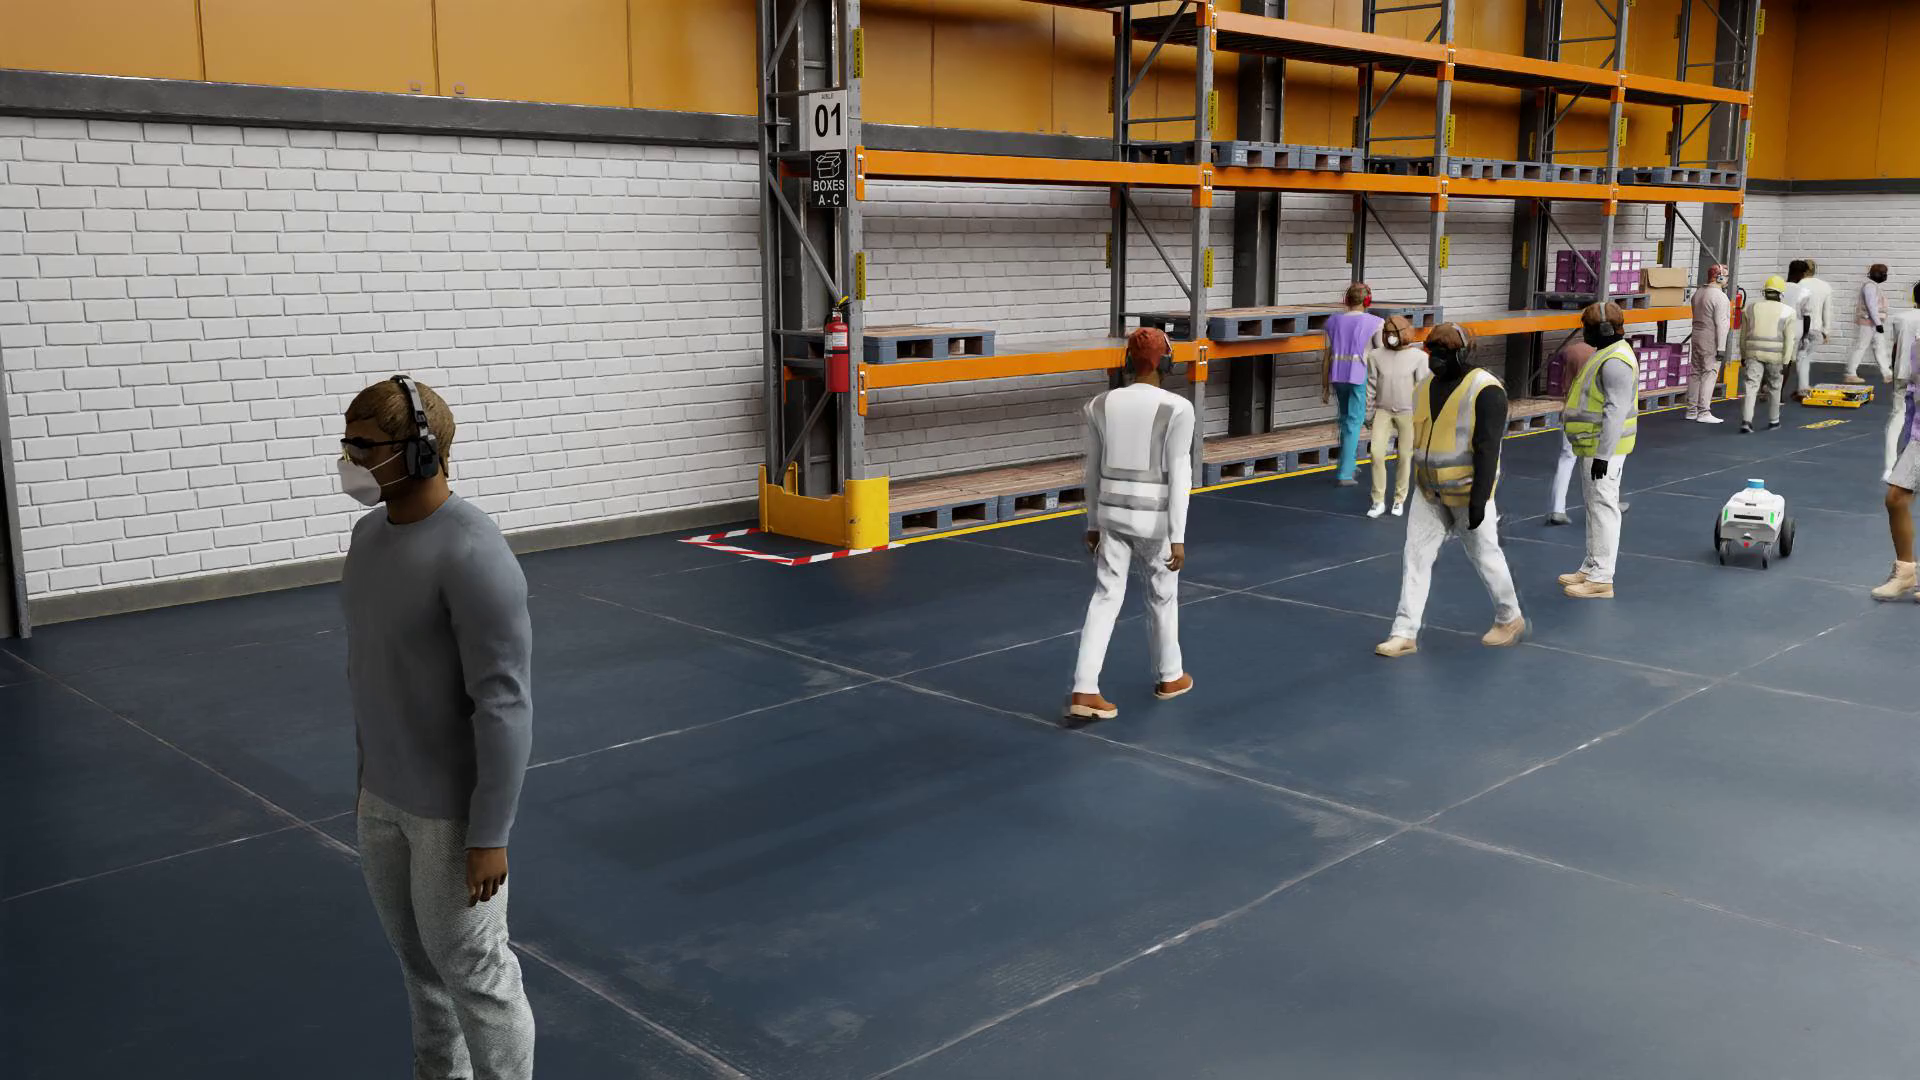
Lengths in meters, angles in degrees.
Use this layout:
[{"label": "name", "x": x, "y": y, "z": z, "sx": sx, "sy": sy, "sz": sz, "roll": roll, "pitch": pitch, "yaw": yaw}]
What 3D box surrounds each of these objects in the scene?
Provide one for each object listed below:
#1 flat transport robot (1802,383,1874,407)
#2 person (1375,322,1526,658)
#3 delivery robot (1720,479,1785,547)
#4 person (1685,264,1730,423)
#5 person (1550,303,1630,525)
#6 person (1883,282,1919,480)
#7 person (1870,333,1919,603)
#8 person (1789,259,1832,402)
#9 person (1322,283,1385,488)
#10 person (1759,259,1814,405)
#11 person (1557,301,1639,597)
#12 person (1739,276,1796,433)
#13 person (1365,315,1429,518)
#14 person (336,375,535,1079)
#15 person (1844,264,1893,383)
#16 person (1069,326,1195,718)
[{"label": "flat transport robot", "x": 11.694, "y": -1.934, "z": 22.117, "sx": 0.652, "sy": 0.197, "sz": 1.431, "roll": 7, "pitch": 13, "yaw": 35}, {"label": "person", "x": 2.695, "y": -0.272, "z": 8.934, "sx": 0.939, "sy": 1.801, "sz": 0.625, "roll": -7, "pitch": 12, "yaw": -32}, {"label": "delivery robot", "x": 5.491, "y": -0.178, "z": 11.511, "sx": 0.477, "sy": 0.478, "sz": 0.707, "roll": 6, "pitch": 12, "yaw": 30}, {"label": "person", "x": 9.034, "y": -2.356, "z": 19.998, "sx": 0.397, "sy": 1.900, "sz": 0.635, "roll": -1, "pitch": 10, "yaw": -6}, {"label": "person", "x": 4.928, "y": -0.980, "z": 12.955, "sx": 0.916, "sy": 1.714, "sz": 0.533, "roll": -9, "pitch": 13, "yaw": -39}, {"label": "person", "x": 8.830, "y": -1.466, "z": 15.309, "sx": 0.829, "sy": 1.842, "sz": 0.516, "roll": -7, "pitch": 12, "yaw": -33}, {"label": "person", "x": 5.860, "y": -0.588, "z": 9.990, "sx": 0.673, "sy": 2.021, "sz": 0.635, "roll": -4, "pitch": 11, "yaw": -22}, {"label": "person", "x": 11.374, "y": -2.833, "z": 22.522, "sx": 0.651, "sy": 1.913, "sz": 0.762, "roll": 0, "pitch": 10, "yaw": -2}, {"label": "person", "x": 3.612, "y": -1.396, "z": 14.998, "sx": 0.595, "sy": 1.810, "sz": 0.866, "roll": 9, "pitch": 14, "yaw": 42}, {"label": "person", "x": 10.796, "y": -2.706, "z": 21.808, "sx": 0.631, "sy": 1.934, "sz": 0.581, "roll": 7, "pitch": 13, "yaw": 34}, {"label": "person", "x": 3.973, "y": -0.560, "z": 10.361, "sx": 0.429, "sy": 1.838, "sz": 0.621, "roll": 3, "pitch": 11, "yaw": 16}, {"label": "person", "x": 9.188, "y": -2.113, "z": 18.981, "sx": 0.590, "sy": 1.790, "sz": 0.942, "roll": 7, "pitch": 13, "yaw": 34}, {"label": "person", "x": 3.448, "y": -0.972, "z": 13.192, "sx": 0.524, "sy": 1.605, "sz": 0.603, "roll": 5, "pitch": 12, "yaw": 26}, {"label": "person", "x": -1.202, "y": 0.594, "z": 3.779, "sx": 0.359, "sy": 1.938, "sz": 0.635, "roll": -10, "pitch": 15, "yaw": -44}, {"label": "person", "x": 13.907, "y": -3.267, "z": 25.200, "sx": 0.813, "sy": 1.804, "sz": 0.646, "roll": 8, "pitch": 13, "yaw": 37}, {"label": "person", "x": 0.802, "y": -0.077, "z": 7.805, "sx": 0.594, "sy": 1.833, "sz": 0.982, "roll": 7, "pitch": 12, "yaw": 33}]
